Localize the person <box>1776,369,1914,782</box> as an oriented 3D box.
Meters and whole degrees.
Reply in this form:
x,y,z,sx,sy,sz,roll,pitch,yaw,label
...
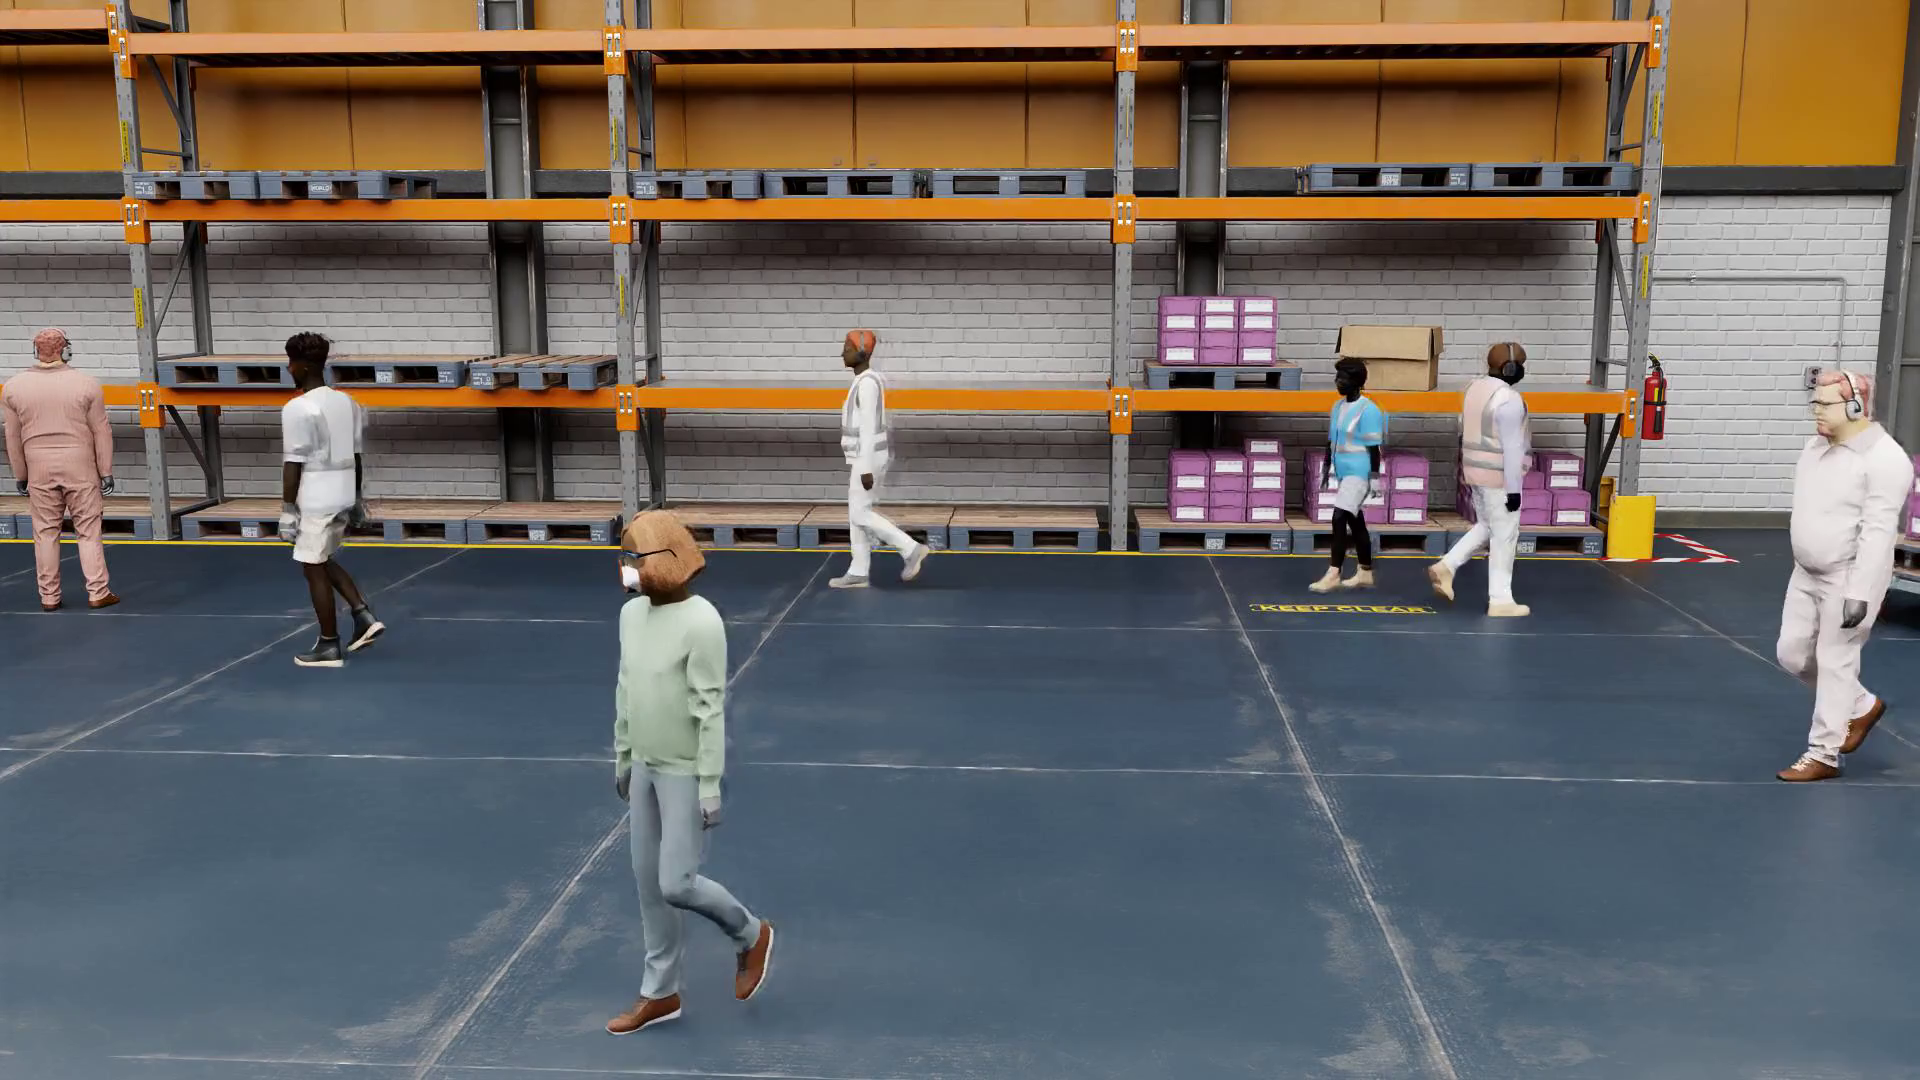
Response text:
x,y,z,sx,sy,sz,roll,pitch,yaw,label
4.019,0.169,7.527,0.553,1.885,0.647,-2,10,-11,person

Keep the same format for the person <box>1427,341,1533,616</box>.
x,y,z,sx,sy,sz,roll,pitch,yaw,label
3.477,-0.395,10.980,0.564,1.831,0.635,-2,10,-9,person

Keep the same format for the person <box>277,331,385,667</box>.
x,y,z,sx,sy,sz,roll,pitch,yaw,label
-3.709,-0.223,9.618,0.416,1.954,0.611,2,10,10,person

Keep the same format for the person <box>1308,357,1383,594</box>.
x,y,z,sx,sy,sz,roll,pitch,yaw,label
2.685,-0.451,11.737,0.718,1.666,0.550,-3,10,-16,person

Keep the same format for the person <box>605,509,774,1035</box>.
x,y,z,sx,sy,sz,roll,pitch,yaw,label
-0.867,0.706,5.108,0.464,1.620,0.524,-9,13,-43,person

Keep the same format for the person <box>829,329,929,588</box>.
x,y,z,sx,sy,sz,roll,pitch,yaw,label
-0.595,-0.565,11.848,0.633,1.869,0.575,0,10,-2,person

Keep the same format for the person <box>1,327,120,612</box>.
x,y,z,sx,sy,sz,roll,pitch,yaw,label
-6.018,-0.468,11.175,0.641,1.908,0.407,-2,10,-13,person
